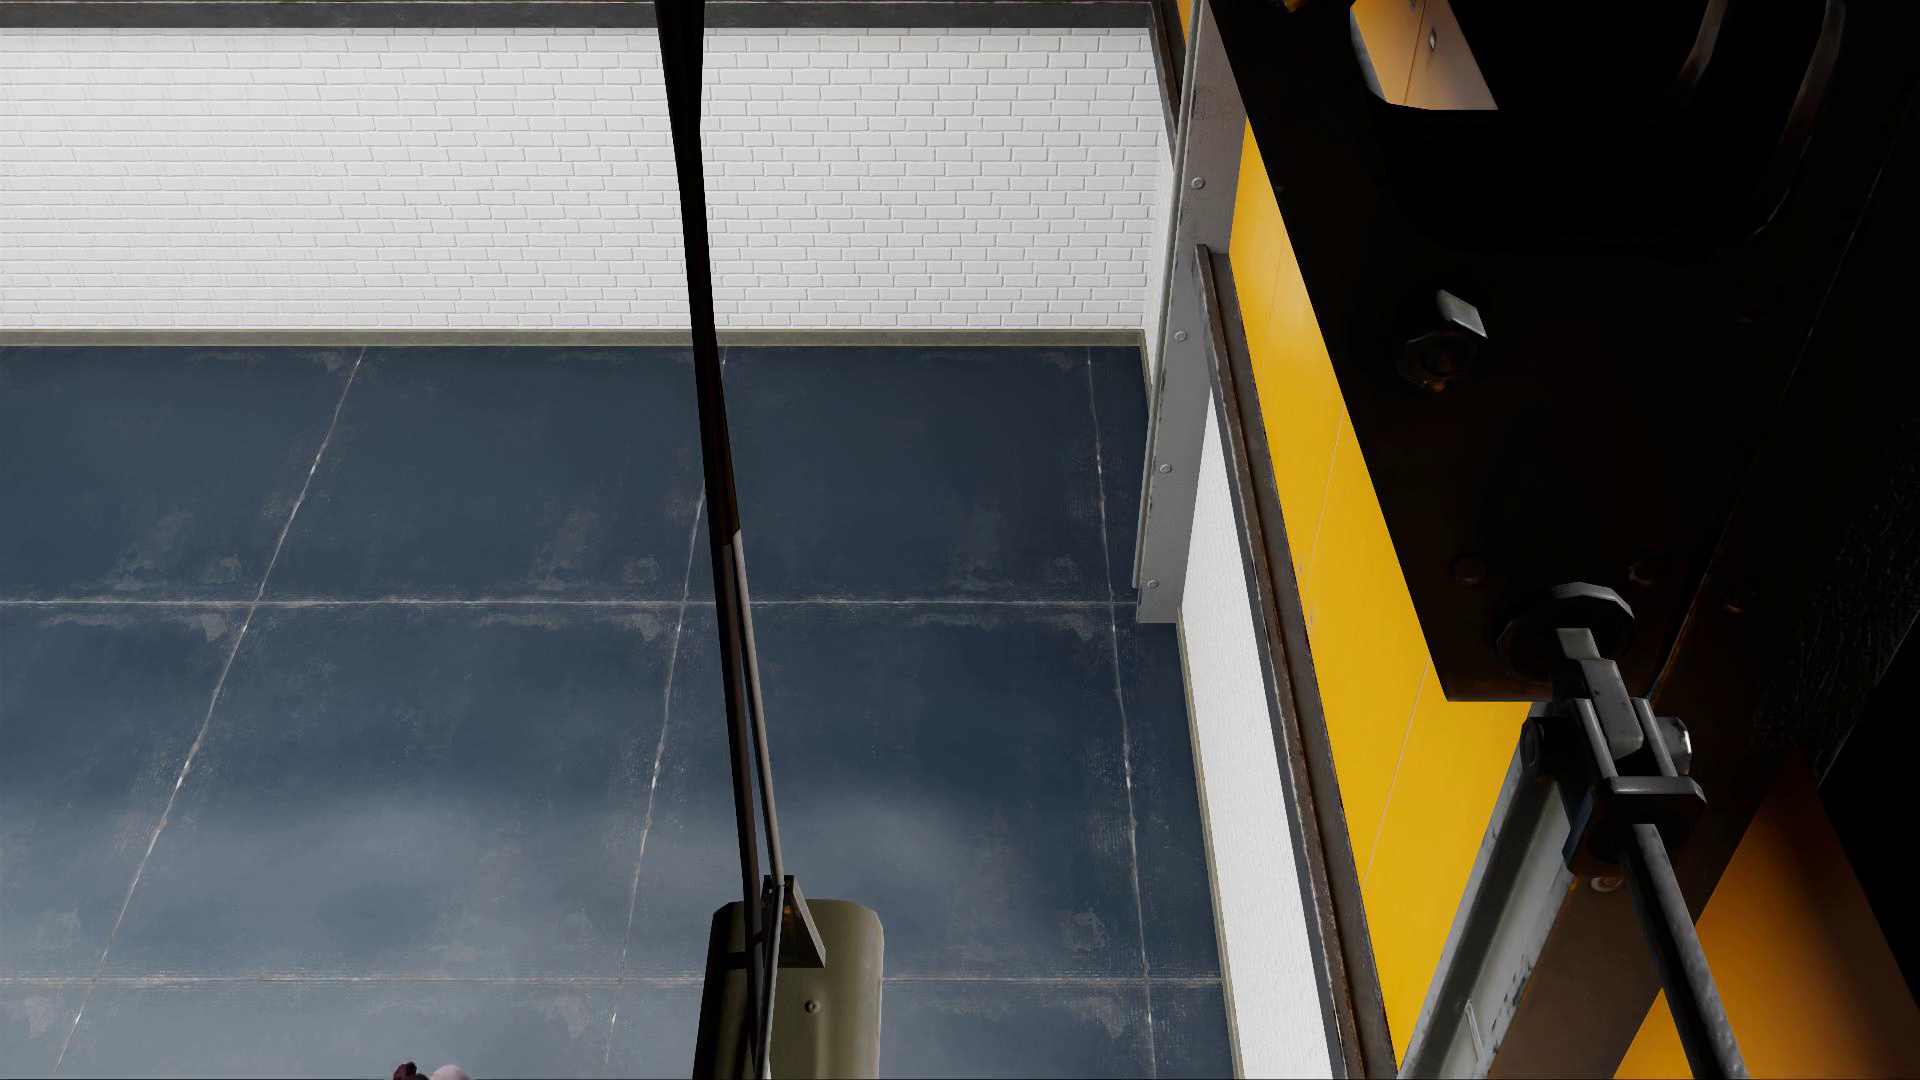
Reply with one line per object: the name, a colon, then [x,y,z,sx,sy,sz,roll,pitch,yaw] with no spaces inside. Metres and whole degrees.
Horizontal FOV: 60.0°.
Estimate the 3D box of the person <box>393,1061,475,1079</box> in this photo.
person: [-2.465,2.872,7.906,0.822,1.644,0.734,21,48,21]
